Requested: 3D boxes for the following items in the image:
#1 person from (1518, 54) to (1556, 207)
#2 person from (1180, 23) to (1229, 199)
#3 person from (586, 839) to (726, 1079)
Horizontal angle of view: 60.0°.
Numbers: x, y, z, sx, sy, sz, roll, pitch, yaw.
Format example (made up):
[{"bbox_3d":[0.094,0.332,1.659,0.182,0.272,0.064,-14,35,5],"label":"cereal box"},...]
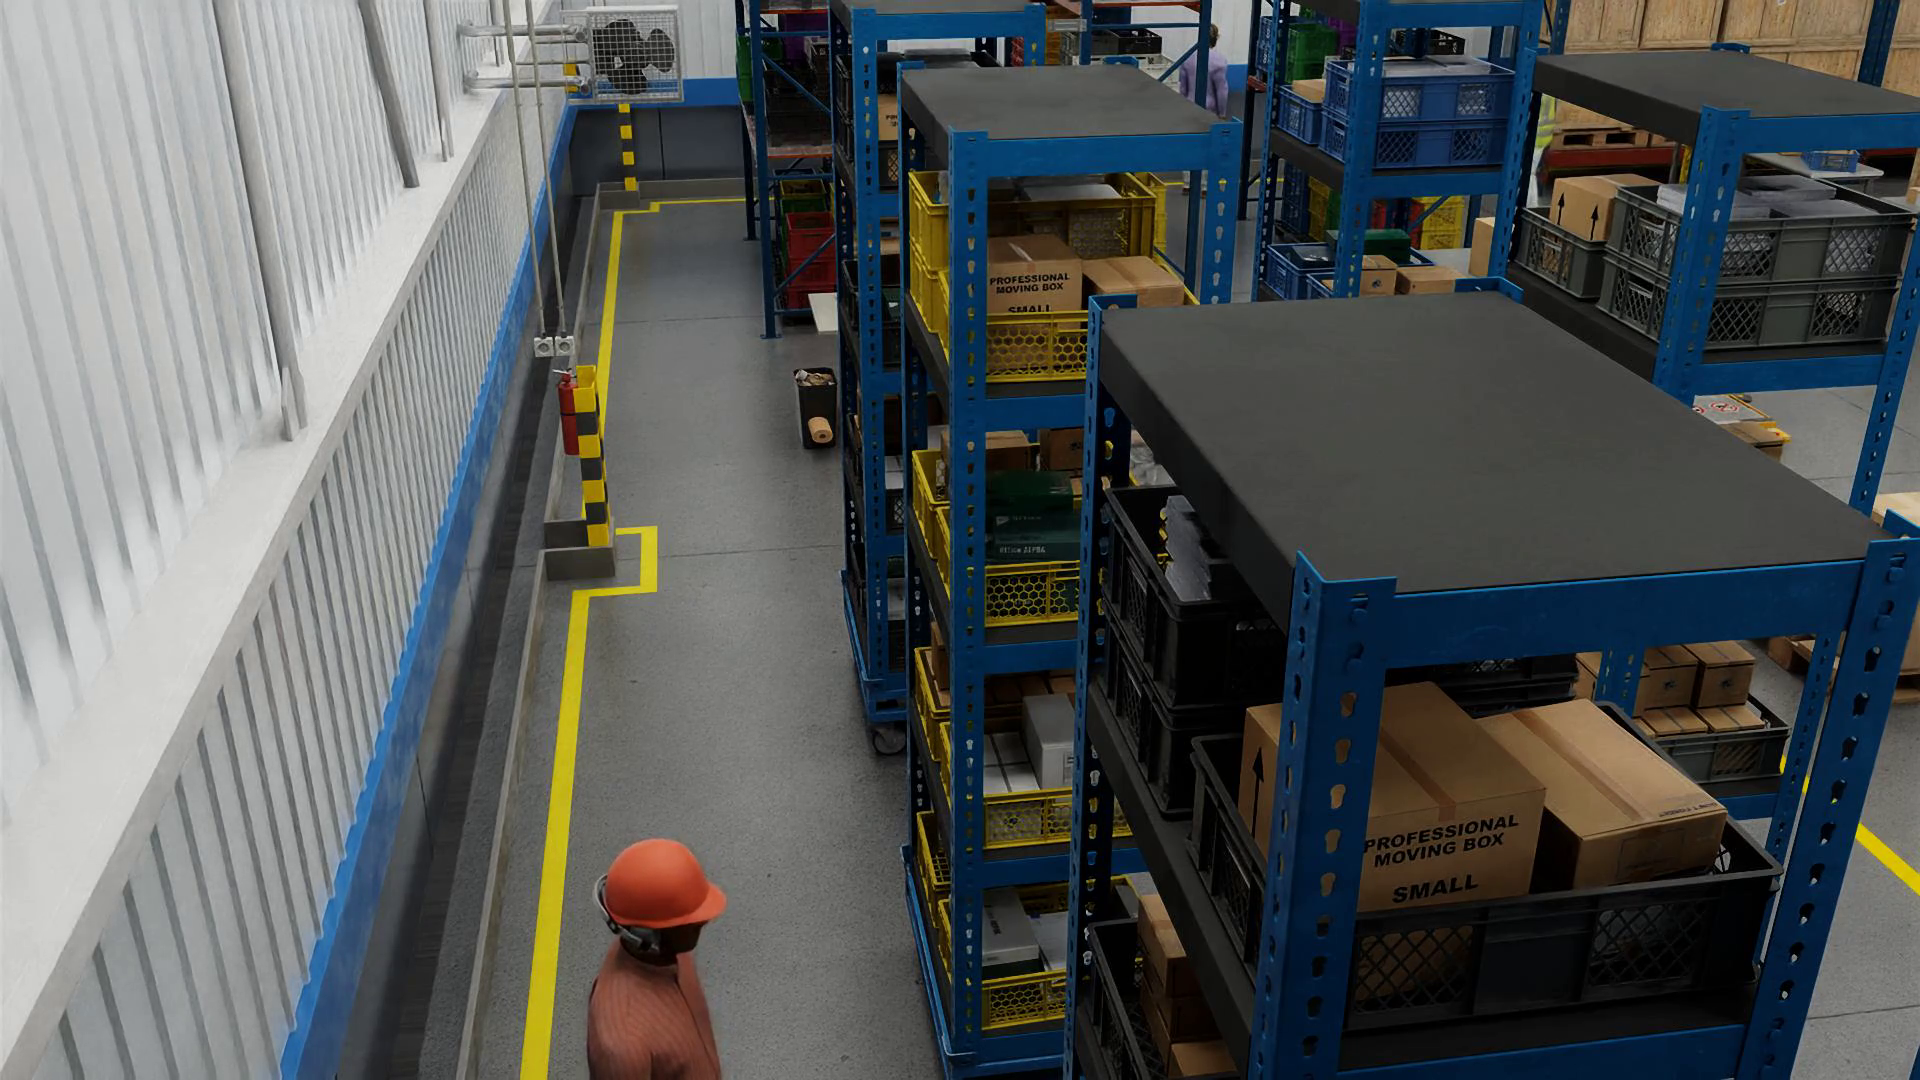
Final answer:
[{"bbox_3d":[6.007,-4.185,17.523,0.432,1.824,0.637,14,28,27],"label":"person"},{"bbox_3d":[2.763,-4.860,18.850,0.632,1.940,0.372,22,33,39],"label":"person"},{"bbox_3d":[-0.801,1.674,4.596,0.406,1.988,0.619,0,25,0],"label":"person"}]
